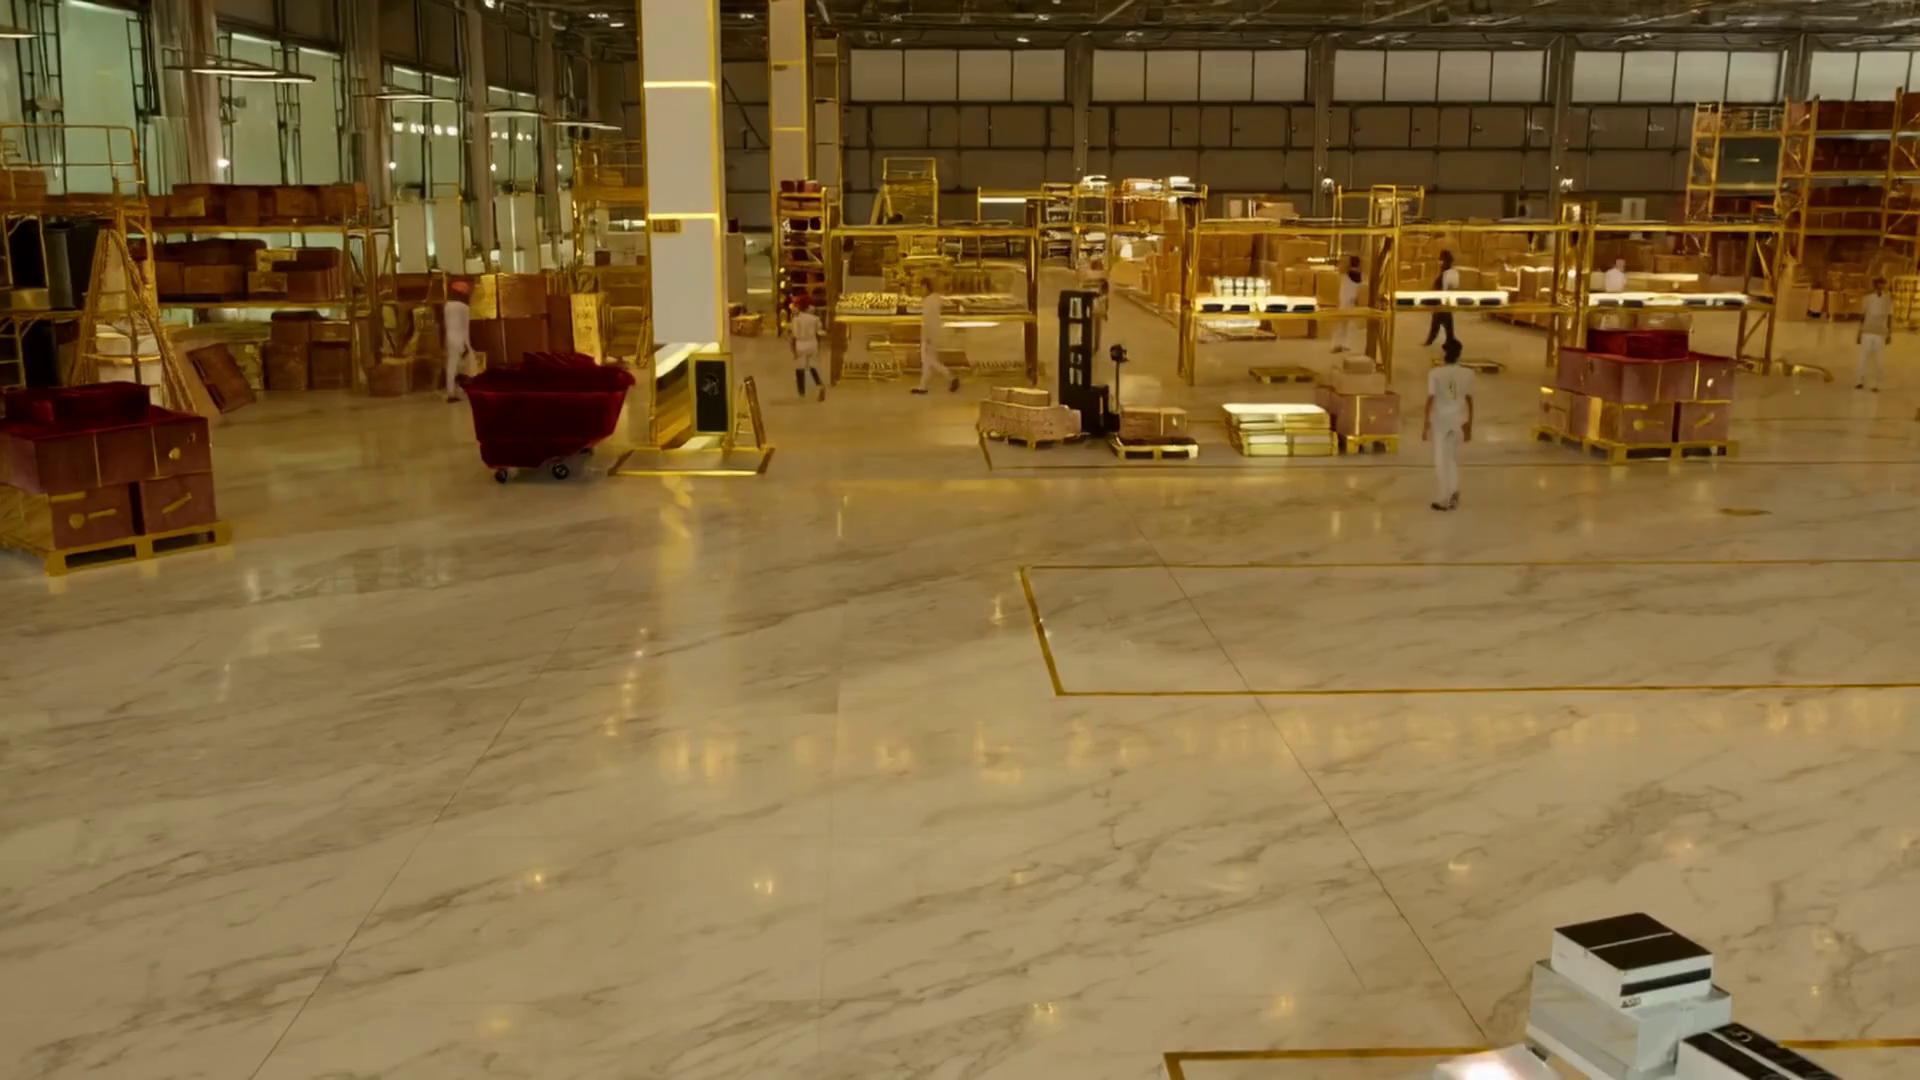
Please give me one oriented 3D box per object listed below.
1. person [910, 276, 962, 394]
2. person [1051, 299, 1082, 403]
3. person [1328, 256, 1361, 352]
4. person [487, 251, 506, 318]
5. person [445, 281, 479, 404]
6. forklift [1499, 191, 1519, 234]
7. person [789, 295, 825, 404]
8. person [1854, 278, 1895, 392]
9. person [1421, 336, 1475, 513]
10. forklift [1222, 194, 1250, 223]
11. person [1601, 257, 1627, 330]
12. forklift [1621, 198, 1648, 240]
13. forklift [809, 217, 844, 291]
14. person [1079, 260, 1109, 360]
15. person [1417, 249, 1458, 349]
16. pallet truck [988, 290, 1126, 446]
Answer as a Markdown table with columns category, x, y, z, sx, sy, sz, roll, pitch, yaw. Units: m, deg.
| category | x | y | z | sx | sy | sz | roll | pitch | yaw |
| --- | --- | --- | --- | --- | --- | --- | --- | --- | --- |
| person | -0.395 | -3.275 | 26.711 | 0.779 | 1.918 | 0.633 | 1 | 13 | 3 |
| person | 1.462 | -2.487 | 23.408 | 0.840 | 1.806 | 0.620 | -3 | 13 | -13 |
| person | 7.728 | -4.707 | 33.222 | 0.498 | 1.911 | 0.677 | 7 | 14 | 28 |
| person | -11.429 | -6.265 | 40.862 | 0.523 | 1.632 | 0.313 | 11 | 17 | 42 |
| person | -7.682 | -3.069 | 25.821 | 0.605 | 1.886 | 0.888 | 9 | 15 | 35 |
| forklift | 20.729 | -11.779 | 62.904 | 1.873 | 2.768 | 1.129 | 0 | 12 | -2 |
| person | -2.346 | -2.916 | 25.603 | 0.540 | 1.686 | 0.546 | -7 | 14 | -30 |
| person | 14.964 | -3.360 | 27.226 | 0.334 | 1.860 | 0.509 | -11 | 17 | -41 |
| person | 5.115 | -1.206 | 17.484 | 0.548 | 1.859 | 0.385 | -2 | 13 | -9 |
| forklift | 9.167 | -10.128 | 55.448 | 1.129 | 2.768 | 1.873 | -6 | 14 | -27 |
| person | 12.861 | -4.618 | 32.758 | 0.554 | 1.917 | 0.639 | -3 | 13 | -13 |
| forklift | 18.902 | -8.225 | 46.855 | 1.873 | 2.768 | 1.129 | 0 | 12 | -2 |
| forklift | -4.375 | -8.619 | 48.637 | 1.873 | 2.768 | 1.129 | 0 | 12 | -2 |
| person | 2.571 | -4.437 | 31.990 | 0.591 | 1.904 | 0.817 | 1 | 13 | 4 |
| person | 9.662 | -4.879 | 33.661 | 0.900 | 2.000 | 0.704 | 1 | 13 | 3 |
| pallet truck | 1.257 | -2.299 | 22.111 | 1.885 | 1.965 | 0.823 | -9 | 15 | -35 |
